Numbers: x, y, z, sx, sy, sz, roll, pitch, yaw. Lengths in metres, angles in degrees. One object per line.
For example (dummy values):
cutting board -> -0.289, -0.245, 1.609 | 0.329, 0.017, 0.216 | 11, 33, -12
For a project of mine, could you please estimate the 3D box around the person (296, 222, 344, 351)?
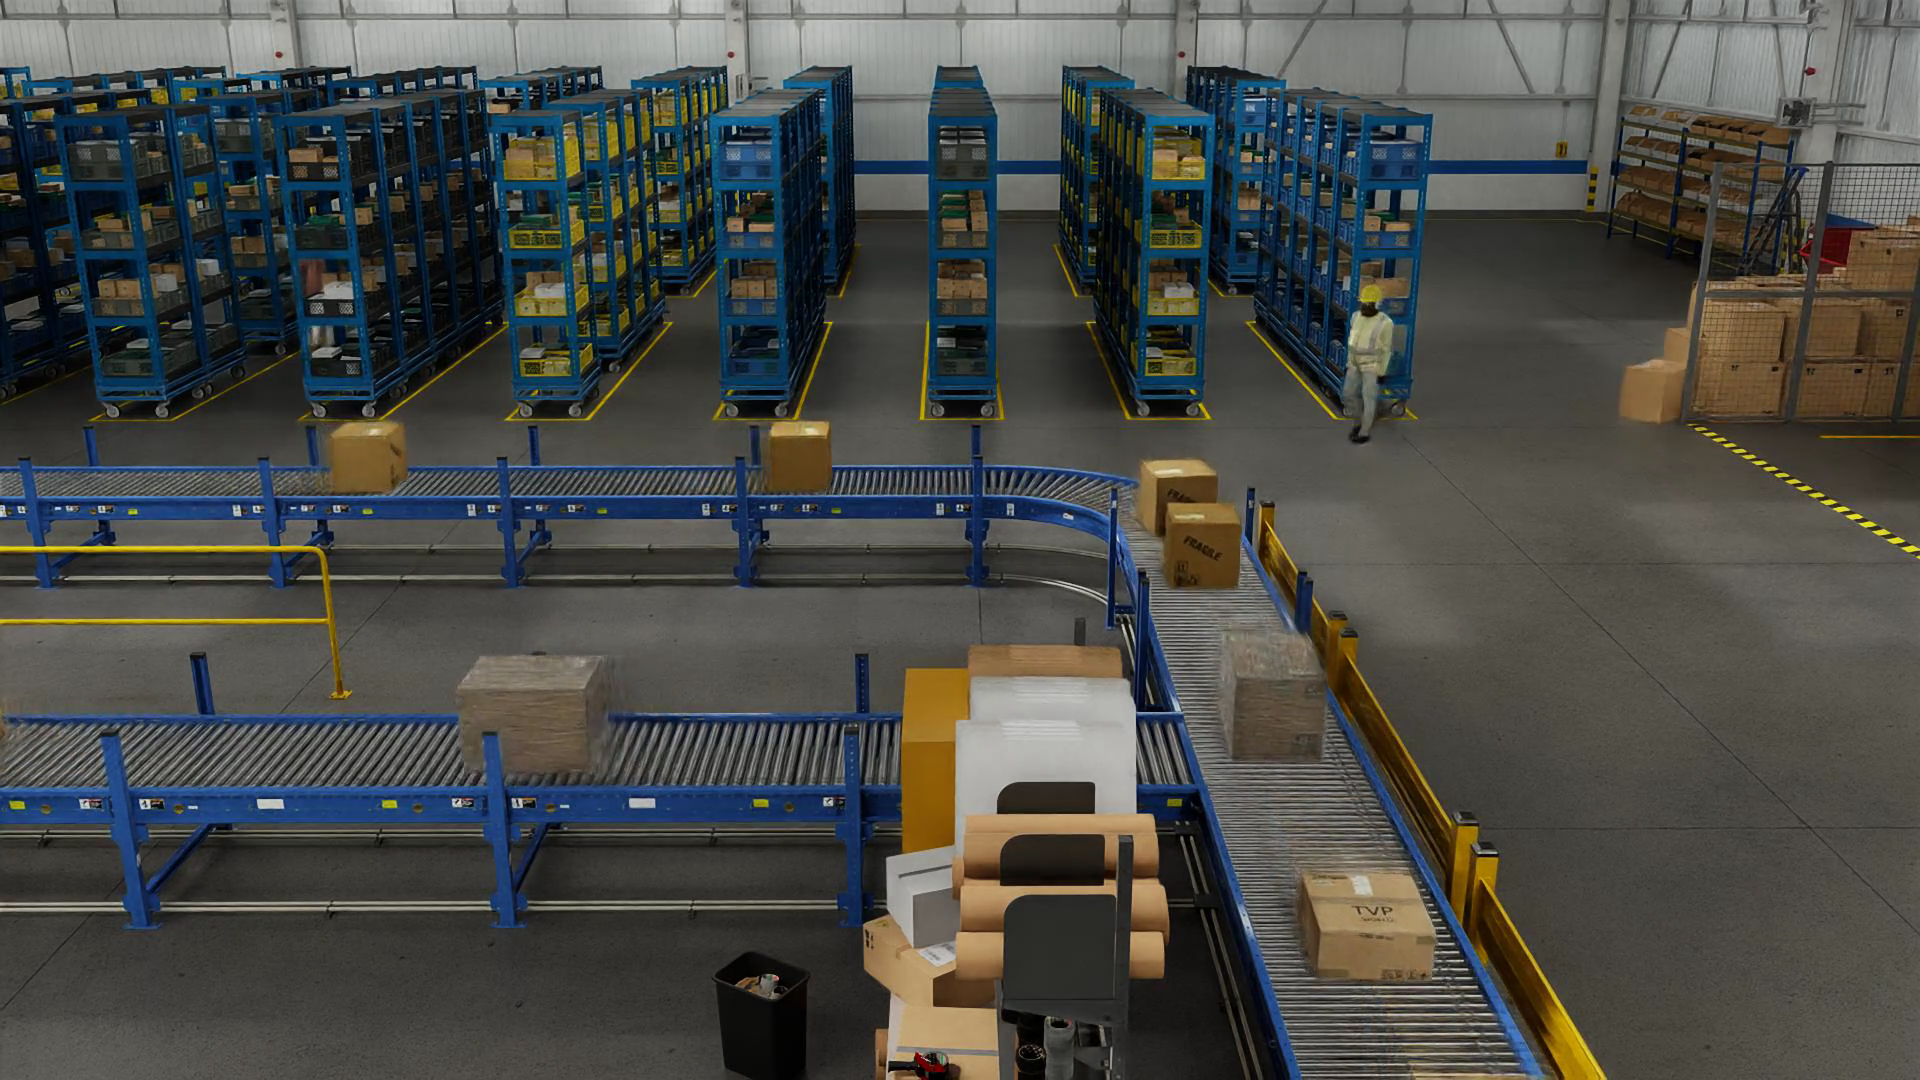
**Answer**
person -> -8.831, -3.454, 23.072 | 0.632, 1.976, 0.437 | -2, 18, -7

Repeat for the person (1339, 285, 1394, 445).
person -> 4.570, -1.967, 18.744 | 0.426, 1.821, 0.617 | -13, 22, -34

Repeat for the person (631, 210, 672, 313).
person -> -5.194, -4.508, 26.631 | 0.992, 1.804, 0.584 | 2, 18, 5
